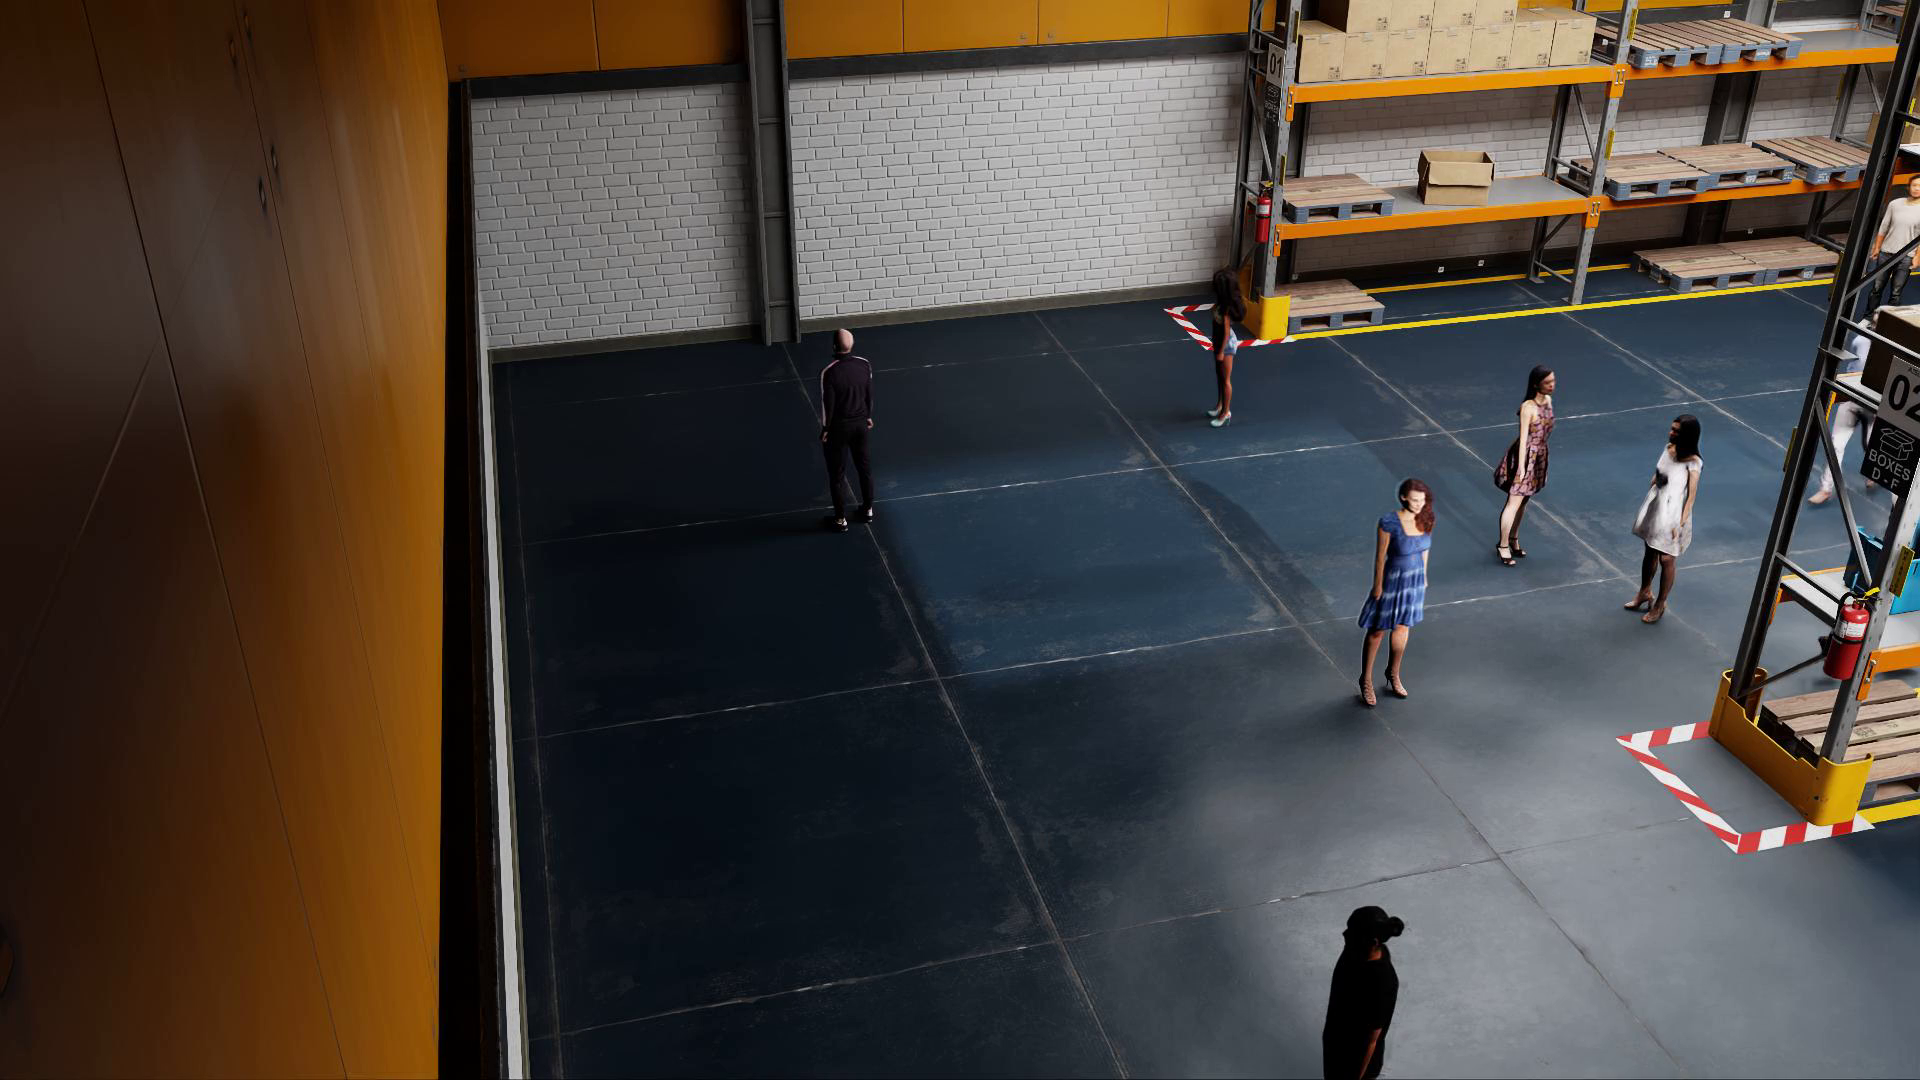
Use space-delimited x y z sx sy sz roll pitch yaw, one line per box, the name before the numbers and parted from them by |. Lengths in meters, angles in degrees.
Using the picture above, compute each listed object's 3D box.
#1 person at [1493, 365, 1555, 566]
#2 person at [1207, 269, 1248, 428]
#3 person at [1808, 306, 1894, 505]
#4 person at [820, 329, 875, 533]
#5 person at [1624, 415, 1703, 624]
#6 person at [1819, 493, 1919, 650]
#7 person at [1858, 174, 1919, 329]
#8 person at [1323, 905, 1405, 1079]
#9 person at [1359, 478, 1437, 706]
person | 4.745 -0.634 13.923 0.856 1.775 0.776 24 37 37
person | 2.599 -1.899 16.404 0.656 1.620 0.637 1 29 2
person | 8.158 -1.212 14.891 1.262 1.862 0.961 -20 35 -33
person | -0.979 -0.962 14.460 0.651 1.836 0.816 -19 34 -31
person | 5.552 -0.170 13.074 0.608 1.773 0.629 -7 29 -13
person | 6.921 0.191 12.308 1.178 1.872 0.918 1 29 2
person | 10.490 -3.207 18.602 0.730 1.811 0.743 23 36 35
person | 1.955 2.496 8.205 0.627 1.756 0.674 -1 29 -2
person | 3.183 0.370 12.051 0.560 1.805 0.760 -12 31 -21
